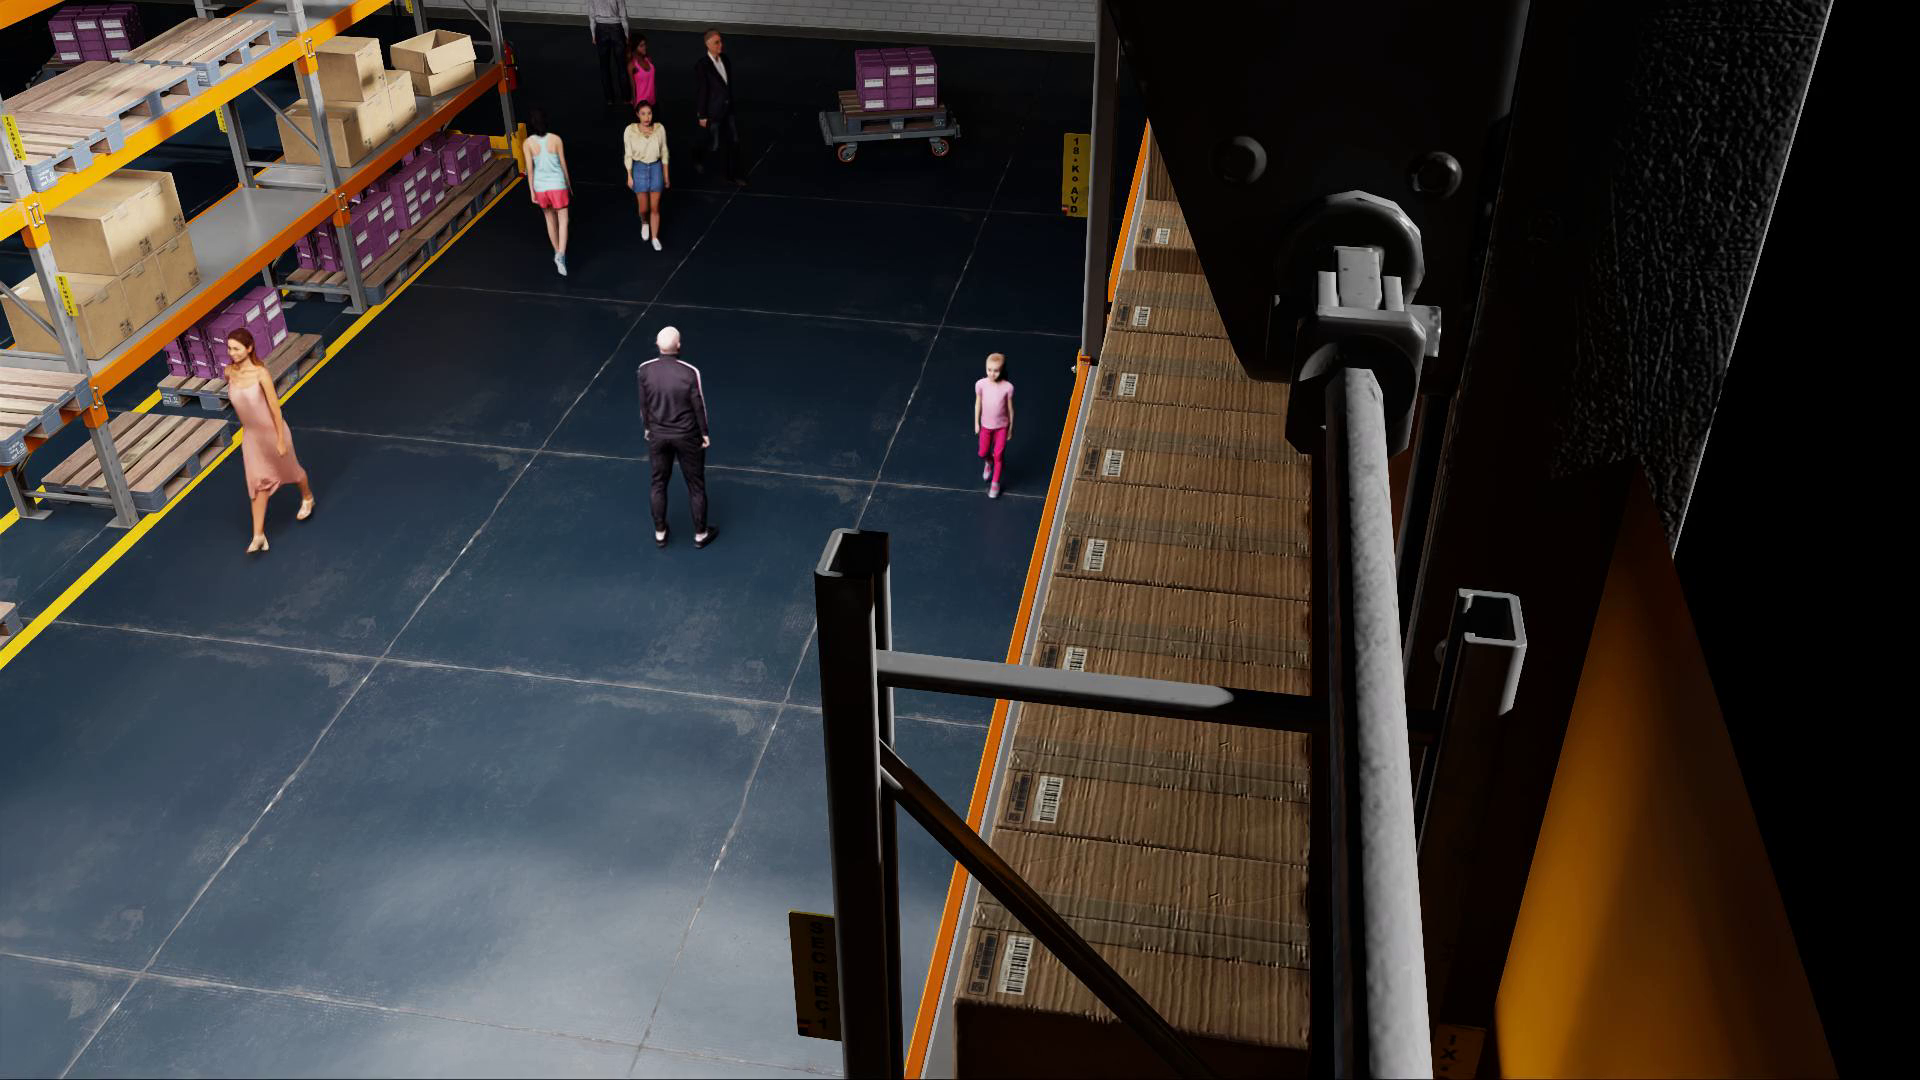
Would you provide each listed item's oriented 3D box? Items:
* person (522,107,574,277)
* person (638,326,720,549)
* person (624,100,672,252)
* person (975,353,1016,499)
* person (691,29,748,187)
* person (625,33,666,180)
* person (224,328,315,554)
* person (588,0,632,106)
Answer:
[{"bbox_3d":[-4.192,-3.550,17.074,0.777,1.743,1.118,-4,34,-6],"label":"person"},{"bbox_3d":[-2.201,-0.778,12.825,0.690,1.828,0.597,3,34,4],"label":"person"},{"bbox_3d":[-3.340,-3.911,17.727,0.782,1.621,0.822,-11,35,-16],"label":"person"},{"bbox_3d":[0.298,-0.982,13.645,0.481,1.261,0.634,5,34,8],"label":"person"},{"bbox_3d":[-2.842,-5.002,19.209,1.064,1.796,1.102,25,41,32],"label":"person"},{"bbox_3d":[-3.725,-5.062,19.377,0.851,1.711,0.858,25,41,33],"label":"person"},{"bbox_3d":[-5.345,-0.834,12.954,0.634,1.781,1.116,7,34,10],"label":"person"},{"bbox_3d":[-4.542,-6.577,21.560,0.694,1.818,0.616,0,34,-1],"label":"person"}]
